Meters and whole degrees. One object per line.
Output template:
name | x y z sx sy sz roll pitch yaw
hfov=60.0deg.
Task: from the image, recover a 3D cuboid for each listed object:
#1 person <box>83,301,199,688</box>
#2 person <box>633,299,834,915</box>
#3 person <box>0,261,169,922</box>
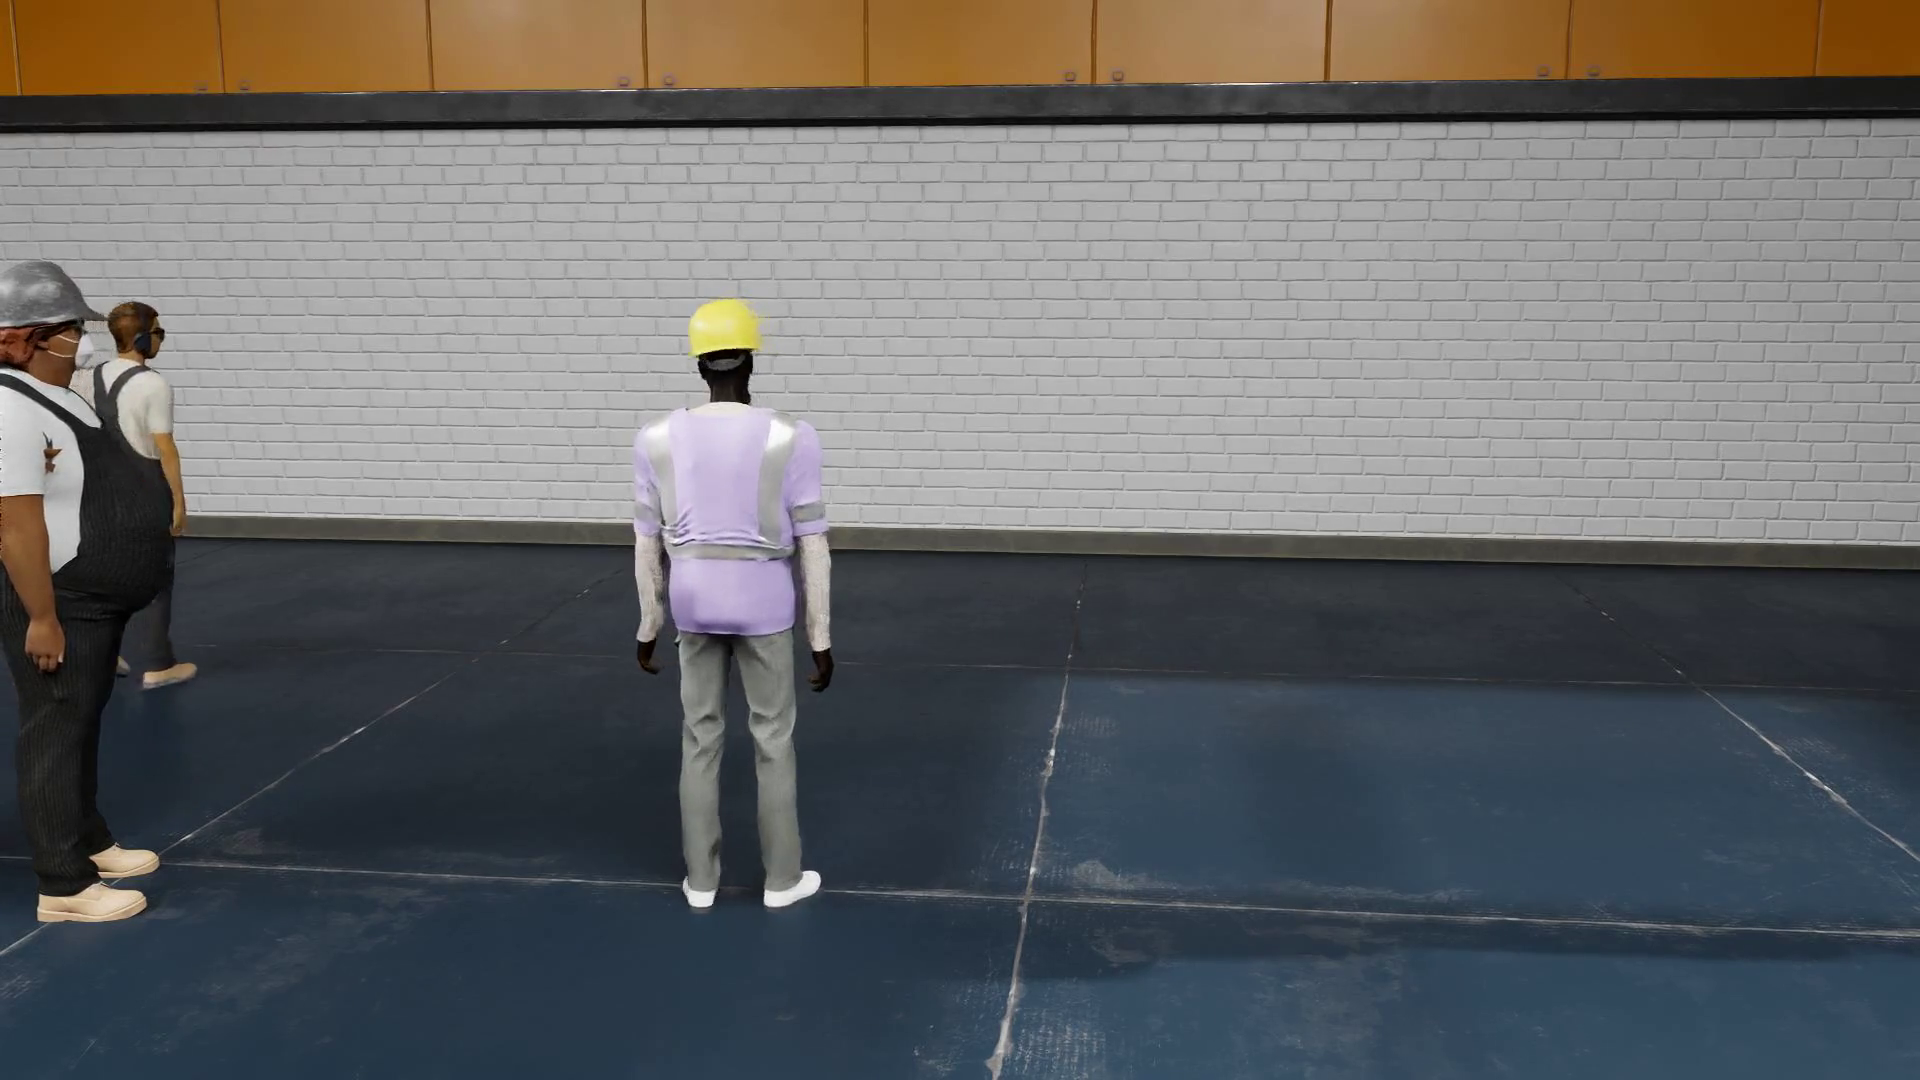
person | -3.867 -0.197 7.820 0.535 1.834 0.452 4 11 23
person | -0.707 0.222 5.185 0.650 1.918 0.373 1 10 7
person | -2.773 0.155 5.224 0.539 2.000 0.689 -3 10 -18
